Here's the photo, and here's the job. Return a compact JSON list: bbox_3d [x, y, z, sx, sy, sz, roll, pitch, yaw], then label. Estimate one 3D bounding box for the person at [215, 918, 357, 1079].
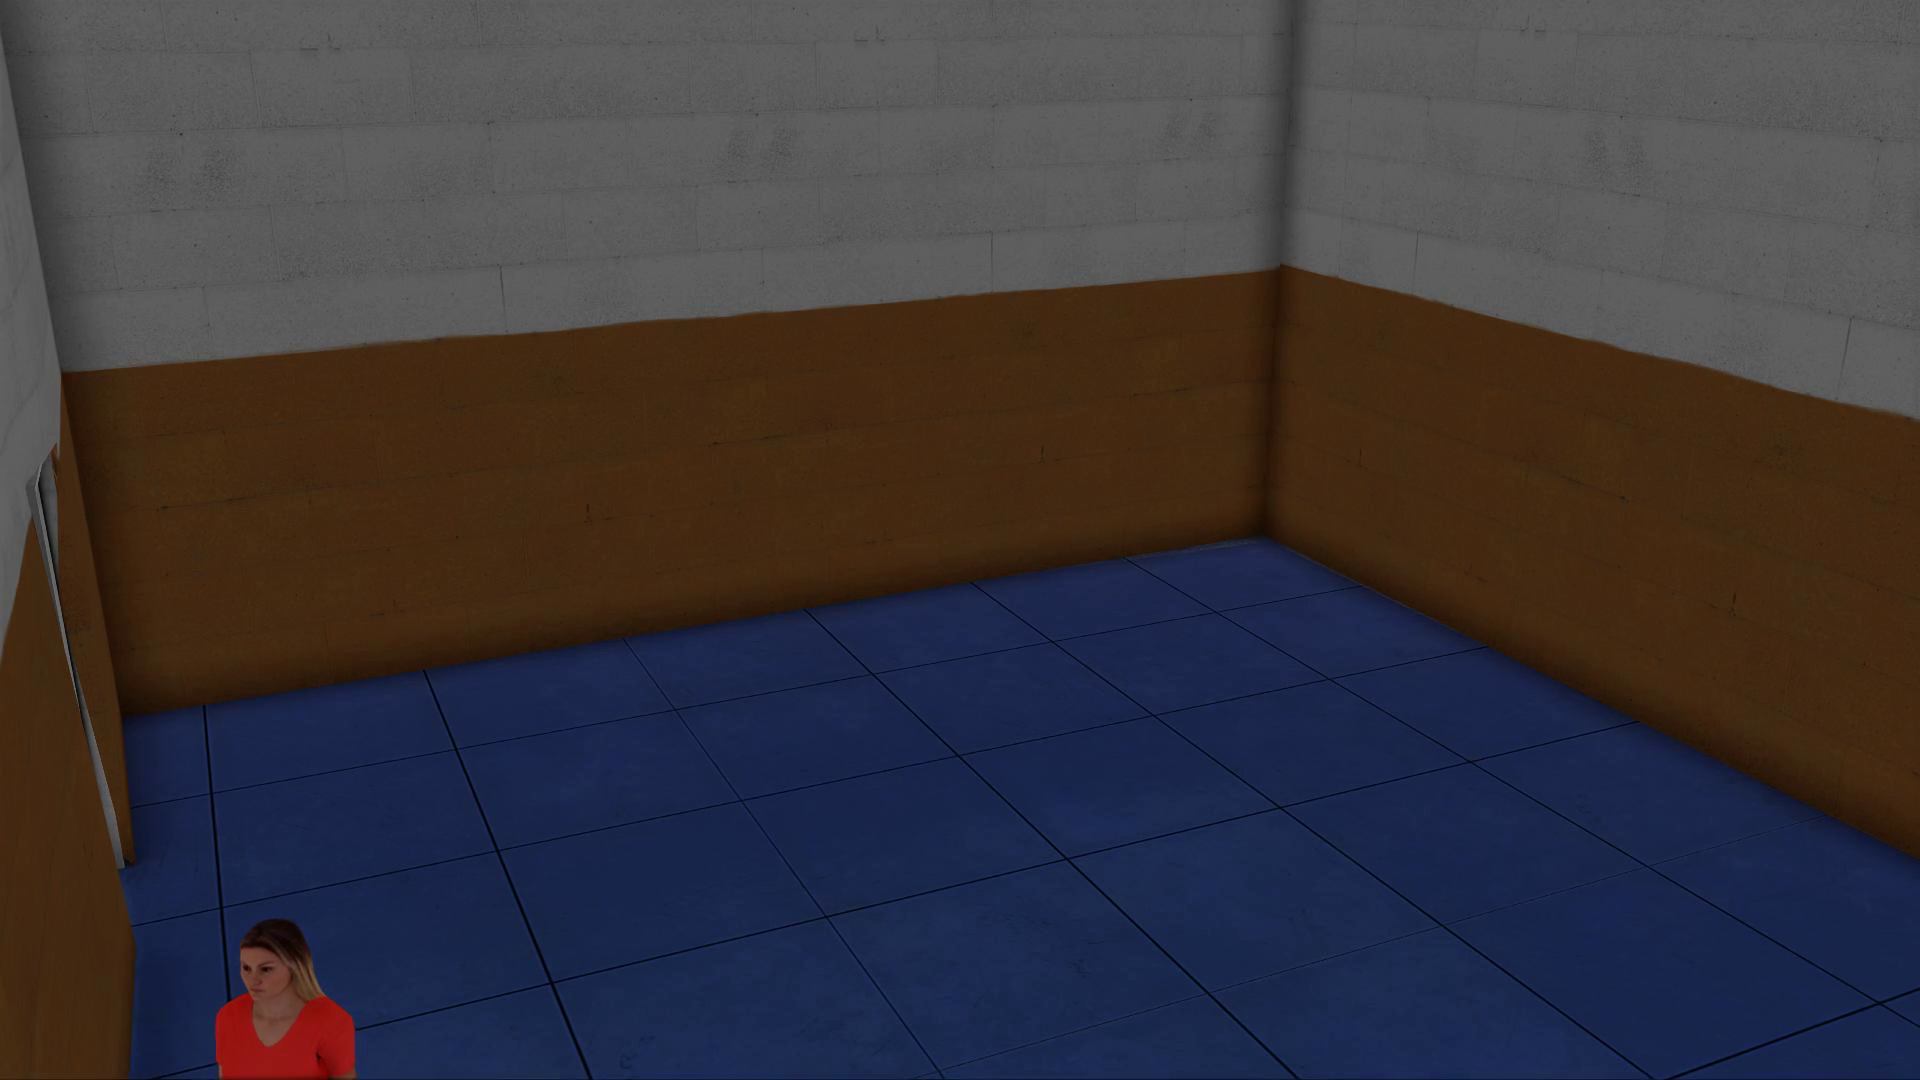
[{"bbox_3d":[-2.040,1.930,5.145,0.617,1.694,0.732,1,19,3],"label":"person"}]
